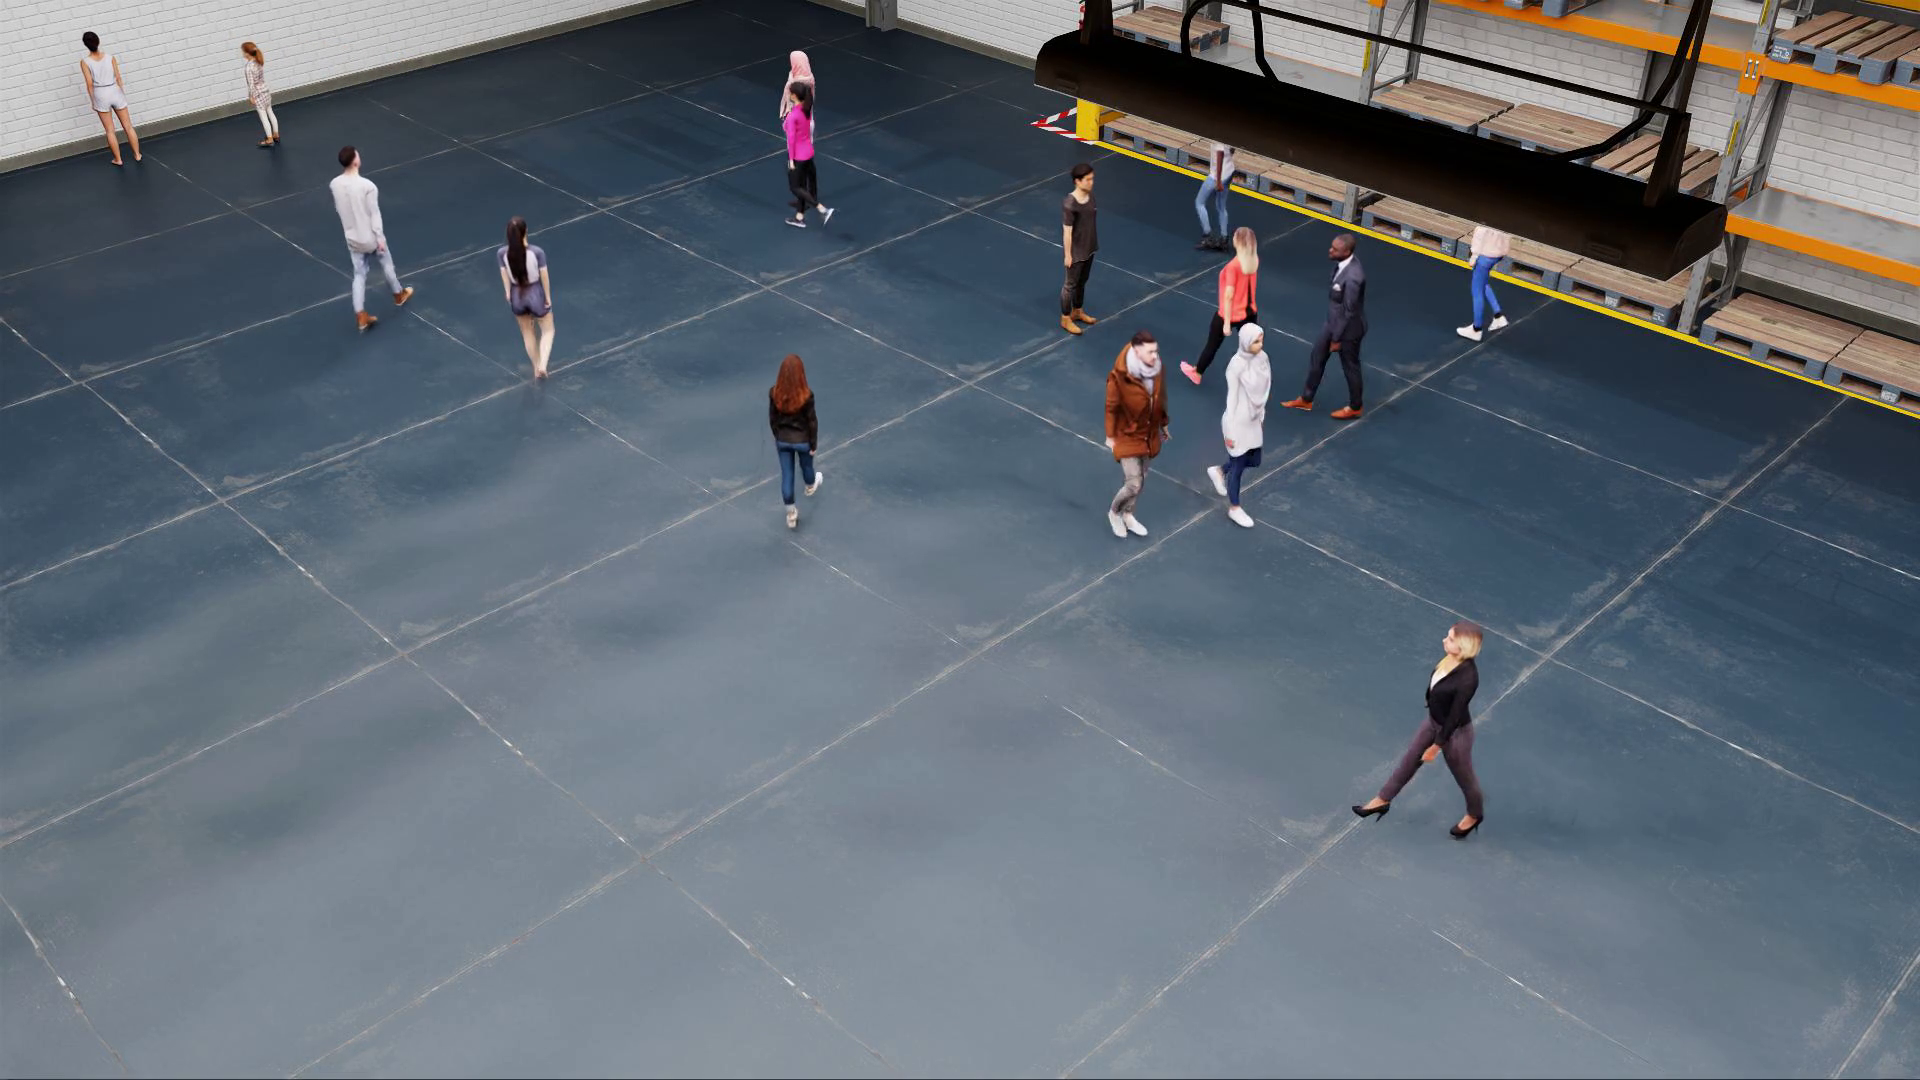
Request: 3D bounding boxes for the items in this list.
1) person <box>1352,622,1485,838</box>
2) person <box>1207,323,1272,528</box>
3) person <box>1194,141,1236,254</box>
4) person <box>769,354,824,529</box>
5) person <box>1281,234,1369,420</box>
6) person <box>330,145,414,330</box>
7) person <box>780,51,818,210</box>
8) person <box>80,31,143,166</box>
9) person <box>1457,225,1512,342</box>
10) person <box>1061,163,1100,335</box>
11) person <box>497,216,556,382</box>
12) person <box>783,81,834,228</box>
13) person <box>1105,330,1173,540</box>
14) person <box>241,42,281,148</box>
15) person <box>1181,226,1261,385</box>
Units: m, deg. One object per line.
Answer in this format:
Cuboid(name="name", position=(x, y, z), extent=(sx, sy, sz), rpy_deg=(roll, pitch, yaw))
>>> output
Cuboid(name="person", position=(3.112, 1.219, 10.252), extent=(1.089, 1.629, 1.051), rpy_deg=(-1, 34, -2))
Cuboid(name="person", position=(2.223, -0.961, 13.410), extent=(0.679, 1.764, 0.867), rpy_deg=(-23, 40, -30))
Cuboid(name="person", position=(2.867, -3.888, 17.866), extent=(0.702, 1.706, 0.663), rpy_deg=(19, 38, 26))
Cuboid(name="person", position=(-1.358, -0.774, 13.419), extent=(0.962, 1.443, 0.969), rpy_deg=(4, 34, 6))
Cuboid(name="person", position=(3.482, -1.884, 14.774), extent=(1.098, 1.791, 1.050), rpy_deg=(-1, 34, -2))
Cuboid(name="person", position=(-5.914, -2.950, 16.377), extent=(1.189, 1.792, 1.115), rpy_deg=(9, 35, 13))
Cuboid(name="person", position=(-1.808, -4.687, 18.979), extent=(0.691, 1.804, 0.699), rpy_deg=(17, 37, 23))
Cuboid(name="person", position=(-10.337, -5.366, 20.180), extent=(0.585, 1.607, 0.548), rpy_deg=(-24, 41, -32))
Cuboid(name="person", position=(5.195, -2.719, 16.060), extent=(0.693, 1.758, 0.637), rpy_deg=(28, 43, 35))
Cuboid(name="person", position=(1.169, -2.896, 16.365), extent=(0.588, 1.715, 0.656), rpy_deg=(22, 39, 29))
Cuboid(name="person", position=(-3.988, -2.183, 15.364), extent=(0.825, 1.636, 0.890), rpy_deg=(-1, 34, -1))
Cuboid(name="person", position=(-1.690, -4.218, 18.383), extent=(0.980, 1.683, 0.764), rpy_deg=(15, 37, 22))
Cuboid(name="person", position=(1.339, -0.859, 13.204), extent=(0.727, 1.822, 0.707), rpy_deg=(-23, 40, -31))
Cuboid(name="person", position=(-8.739, -5.580, 20.767), extent=(0.671, 1.313, 0.624), rpy_deg=(5, 34, 7))
Cuboid(name="person", position=(2.586, -1.981, 15.057), extent=(0.655, 1.640, 1.134), rpy_deg=(-26, 42, -34))
